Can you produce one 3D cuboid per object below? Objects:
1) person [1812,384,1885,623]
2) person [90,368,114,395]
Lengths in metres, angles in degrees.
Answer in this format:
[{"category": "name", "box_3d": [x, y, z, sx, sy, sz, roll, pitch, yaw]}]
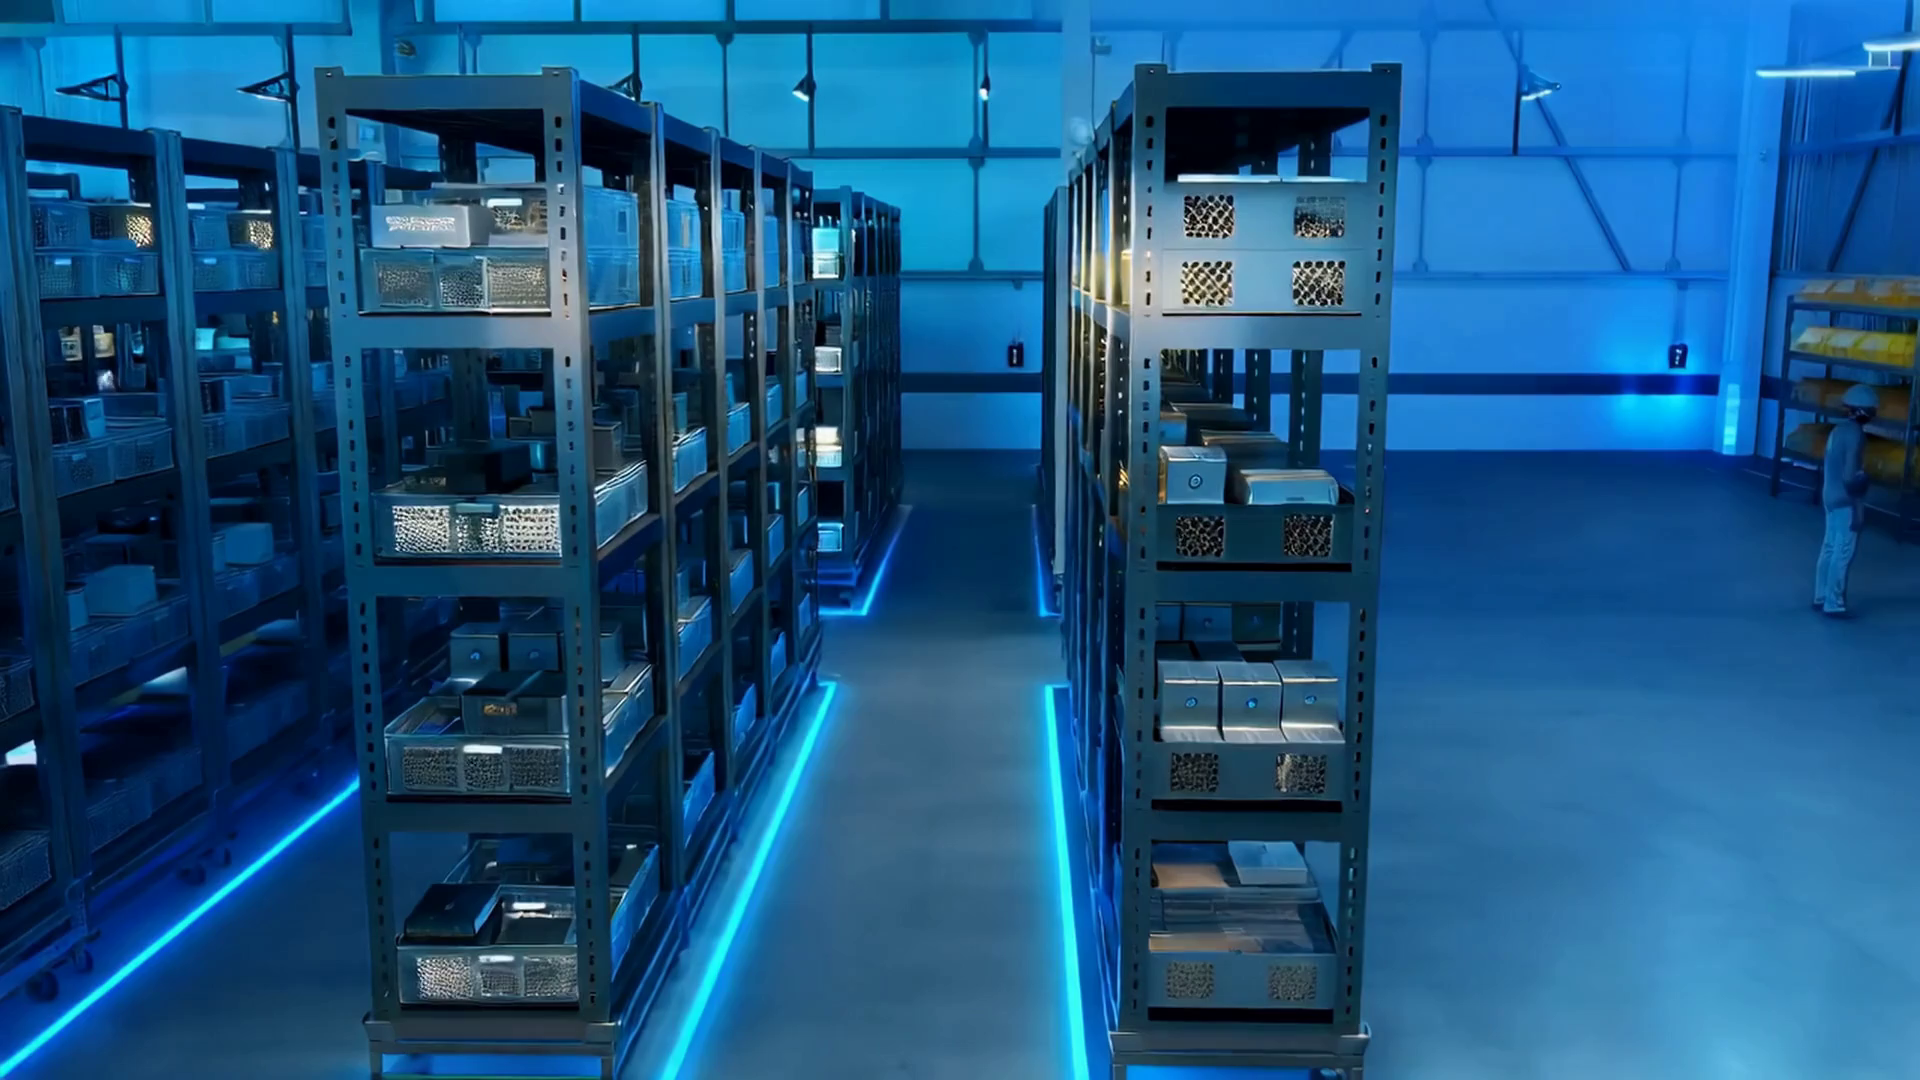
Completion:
[{"category": "person", "box_3d": [7.397, -0.305, 13.847, 0.400, 1.987, 0.608, 1, 10, 7]}, {"category": "person", "box_3d": [-11.172, -1.568, 21.737, 0.423, 1.818, 0.597, -1, 10, -8]}]
